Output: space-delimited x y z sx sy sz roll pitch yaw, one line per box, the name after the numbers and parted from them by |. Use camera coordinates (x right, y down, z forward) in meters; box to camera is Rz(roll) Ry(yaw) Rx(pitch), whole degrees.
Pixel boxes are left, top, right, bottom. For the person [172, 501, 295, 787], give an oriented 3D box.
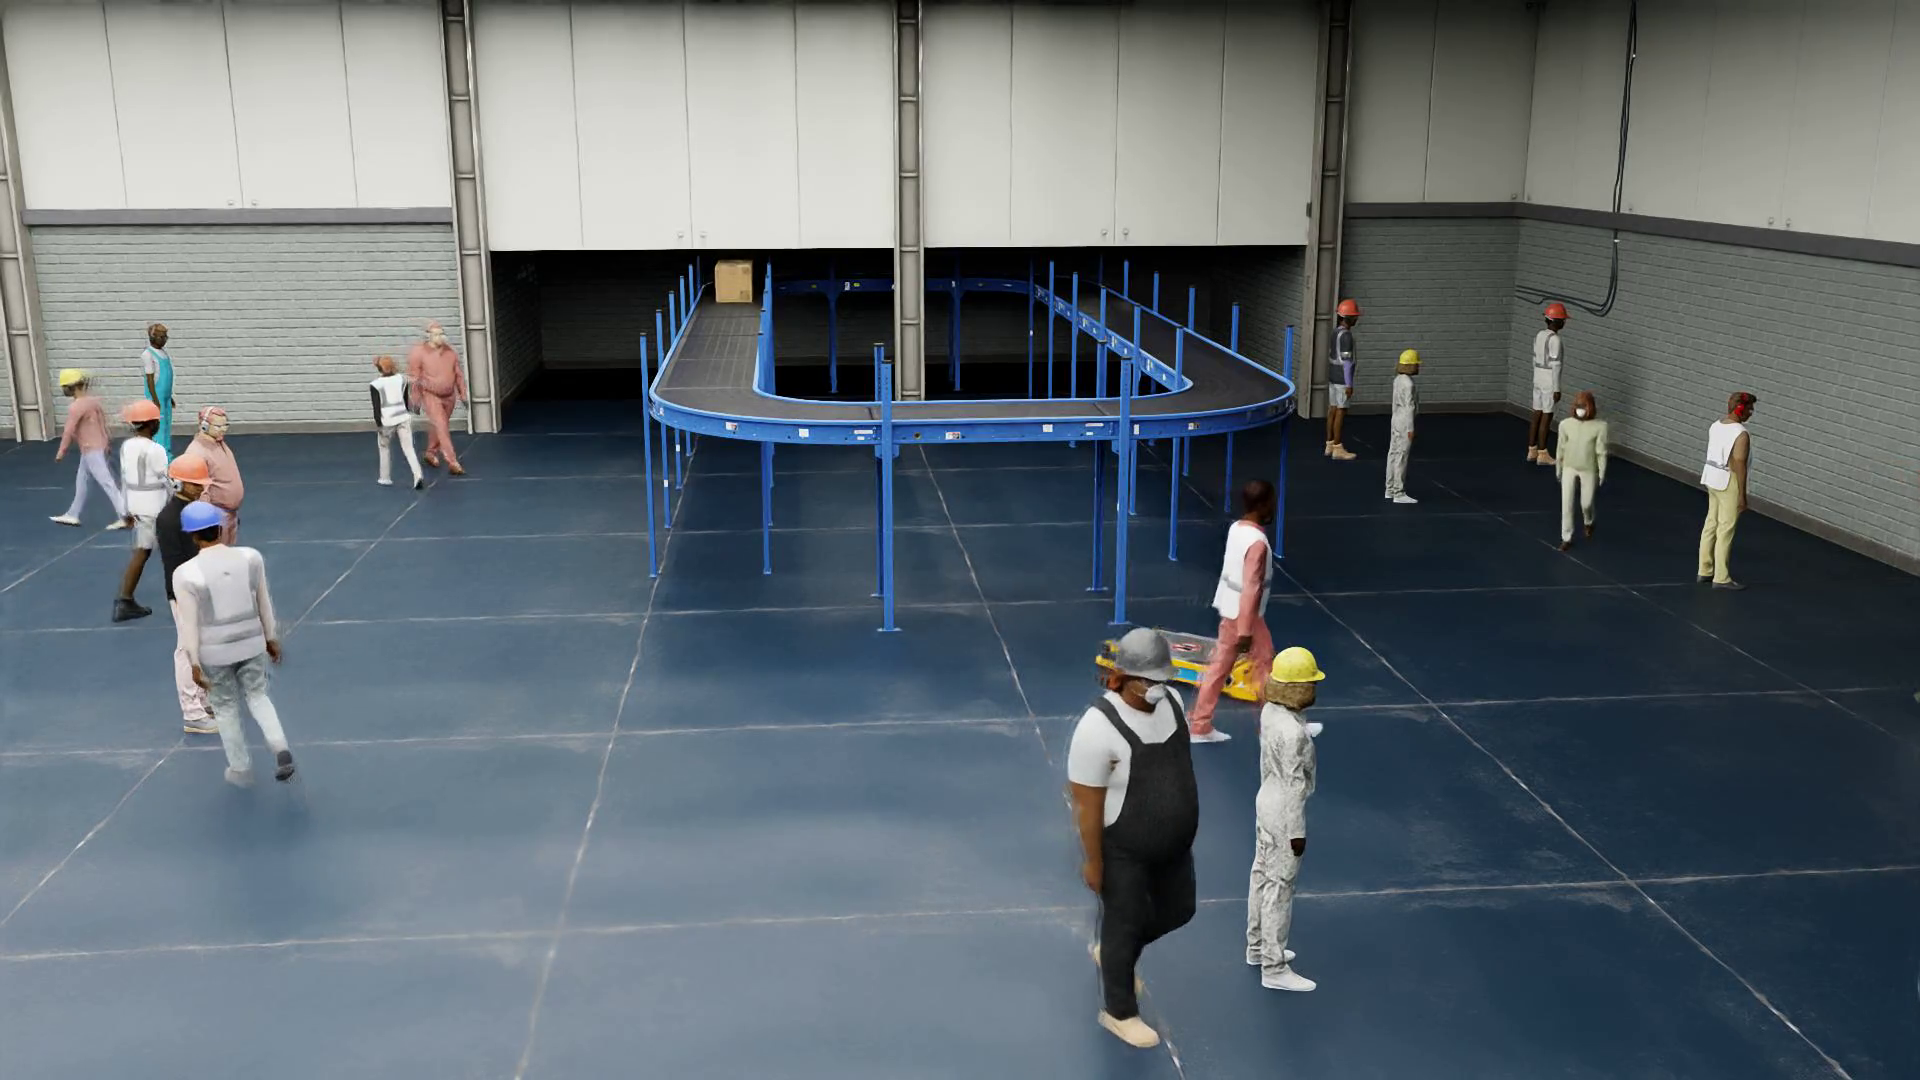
-4.628 0.697 10.600 0.621 1.921 0.630 12 19 41 | person

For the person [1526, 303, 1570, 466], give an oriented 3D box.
7.454 -1.972 21.038 0.378 2.045 0.605 -1 14 -5 | person

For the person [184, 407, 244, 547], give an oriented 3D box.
-6.327 -0.199 14.237 0.406 1.902 0.639 -1 14 -5 | person

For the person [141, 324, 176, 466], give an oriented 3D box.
-9.866 -1.748 20.559 0.344 1.839 0.504 -1 14 -5 | person

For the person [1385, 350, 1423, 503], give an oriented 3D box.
5.075 -1.301 18.961 0.297 1.745 0.484 -1 14 -5 | person

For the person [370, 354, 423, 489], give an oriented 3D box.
-6.662 -1.396 19.631 0.514 1.600 0.830 -14 19 -43 | person

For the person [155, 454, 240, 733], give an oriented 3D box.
-5.412 0.370 11.789 0.393 1.985 0.611 -1 14 -5 | person

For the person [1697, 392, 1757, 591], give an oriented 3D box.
7.086 -0.458 15.400 0.389 1.837 0.563 -1 14 -5 | person

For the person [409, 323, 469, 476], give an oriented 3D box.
-6.435 -1.760 20.572 0.997 1.861 0.655 12 18 39 | person

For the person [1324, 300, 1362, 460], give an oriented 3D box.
4.934 -2.061 21.392 0.378 2.045 0.605 -1 14 -5 | person

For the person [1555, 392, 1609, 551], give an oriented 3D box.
6.293 -0.709 16.850 0.512 1.612 0.552 9 17 33 | person

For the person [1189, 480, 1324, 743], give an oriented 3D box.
2.043 0.511 11.439 0.973 1.880 0.612 -2 14 -7 | person

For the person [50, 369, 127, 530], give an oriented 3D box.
-9.280 -0.938 17.575 0.920 1.713 0.530 -3 14 -12 | person

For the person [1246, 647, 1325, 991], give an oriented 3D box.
1.628 1.369 8.280 0.297 1.745 0.484 -1 14 -5 | person

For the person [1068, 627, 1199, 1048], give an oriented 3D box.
0.836 1.356 7.731 0.701 2.000 0.551 -13 19 -42 | person

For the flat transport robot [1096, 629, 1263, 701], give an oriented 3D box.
1.836 0.940 12.984 1.431 0.197 0.652 11 18 37 | flat transport robot
